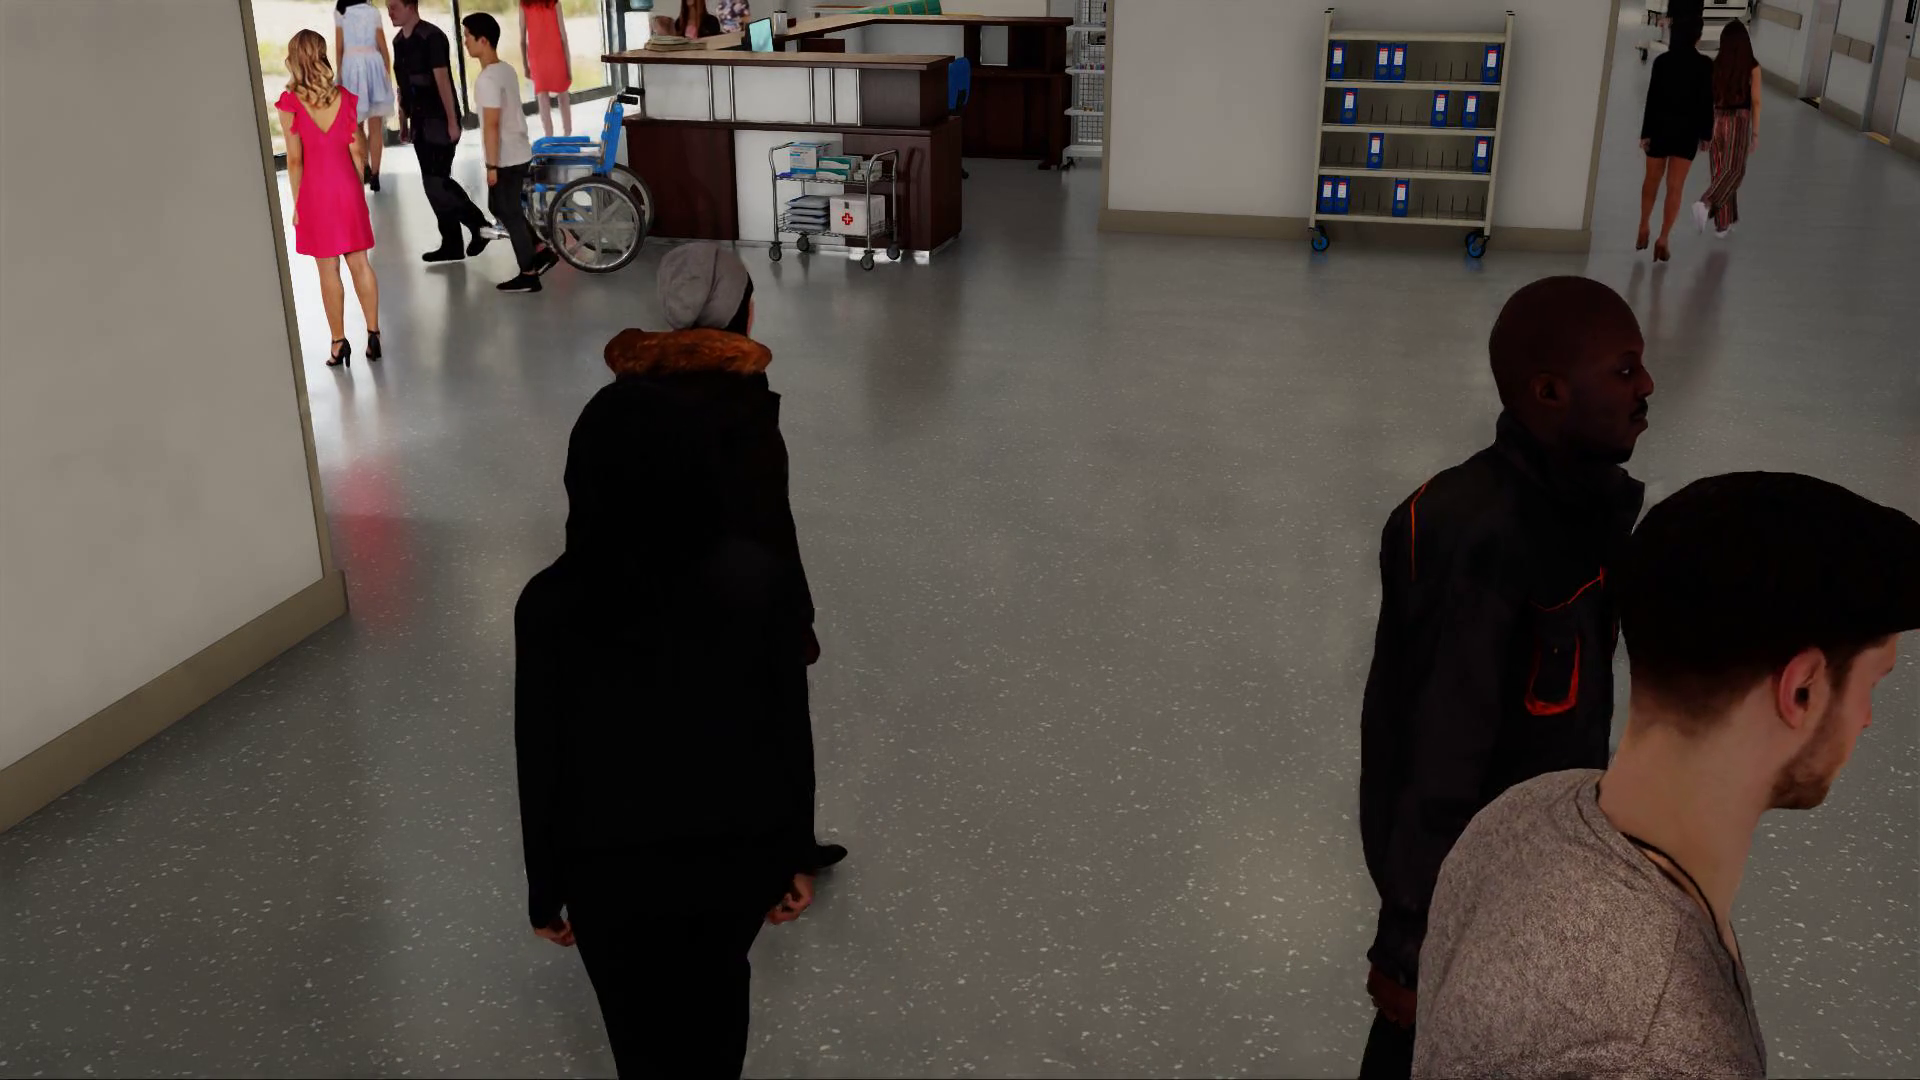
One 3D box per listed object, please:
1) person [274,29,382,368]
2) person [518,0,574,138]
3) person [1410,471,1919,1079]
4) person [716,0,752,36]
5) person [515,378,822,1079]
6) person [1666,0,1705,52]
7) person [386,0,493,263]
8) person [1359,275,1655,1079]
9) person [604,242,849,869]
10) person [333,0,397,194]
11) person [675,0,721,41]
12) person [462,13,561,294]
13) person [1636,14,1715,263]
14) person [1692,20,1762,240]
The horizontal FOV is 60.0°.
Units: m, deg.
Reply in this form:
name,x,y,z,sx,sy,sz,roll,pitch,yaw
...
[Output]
name,x,y,z,sx,sy,sz,roll,pitch,yaw
person,-3.288,-1.779,8.687,0.664,1.728,0.700,-17,26,-37
person,-3.809,-4.317,15.292,0.975,1.796,0.906,-2,21,-6
person,0.410,0.861,1.549,1.184,1.848,0.740,7,22,18
person,-2.143,-4.698,16.398,0.819,1.725,0.815,13,24,31
person,-0.435,0.564,2.696,1.087,1.590,1.082,-9,22,-22
person,10.270,-7.485,23.667,0.614,1.788,0.802,2,21,5
person,-3.490,-2.812,11.278,0.902,1.826,0.993,18,27,39
person,0.704,0.480,2.606,0.751,1.810,0.778,10,23,25
person,-0.573,0.167,3.711,1.043,1.614,1.033,-15,26,-35
person,-4.996,-3.820,13.977,0.903,1.798,0.947,-8,22,-20
person,-2.255,-4.064,14.783,1.041,1.683,0.683,6,22,15
person,-2.733,-2.384,10.322,0.773,1.701,0.752,-1,21,-2
person,4.807,-2.690,11.232,0.641,1.629,0.731,15,25,34
person,5.513,-2.927,11.986,0.944,1.539,0.891,19,28,40
